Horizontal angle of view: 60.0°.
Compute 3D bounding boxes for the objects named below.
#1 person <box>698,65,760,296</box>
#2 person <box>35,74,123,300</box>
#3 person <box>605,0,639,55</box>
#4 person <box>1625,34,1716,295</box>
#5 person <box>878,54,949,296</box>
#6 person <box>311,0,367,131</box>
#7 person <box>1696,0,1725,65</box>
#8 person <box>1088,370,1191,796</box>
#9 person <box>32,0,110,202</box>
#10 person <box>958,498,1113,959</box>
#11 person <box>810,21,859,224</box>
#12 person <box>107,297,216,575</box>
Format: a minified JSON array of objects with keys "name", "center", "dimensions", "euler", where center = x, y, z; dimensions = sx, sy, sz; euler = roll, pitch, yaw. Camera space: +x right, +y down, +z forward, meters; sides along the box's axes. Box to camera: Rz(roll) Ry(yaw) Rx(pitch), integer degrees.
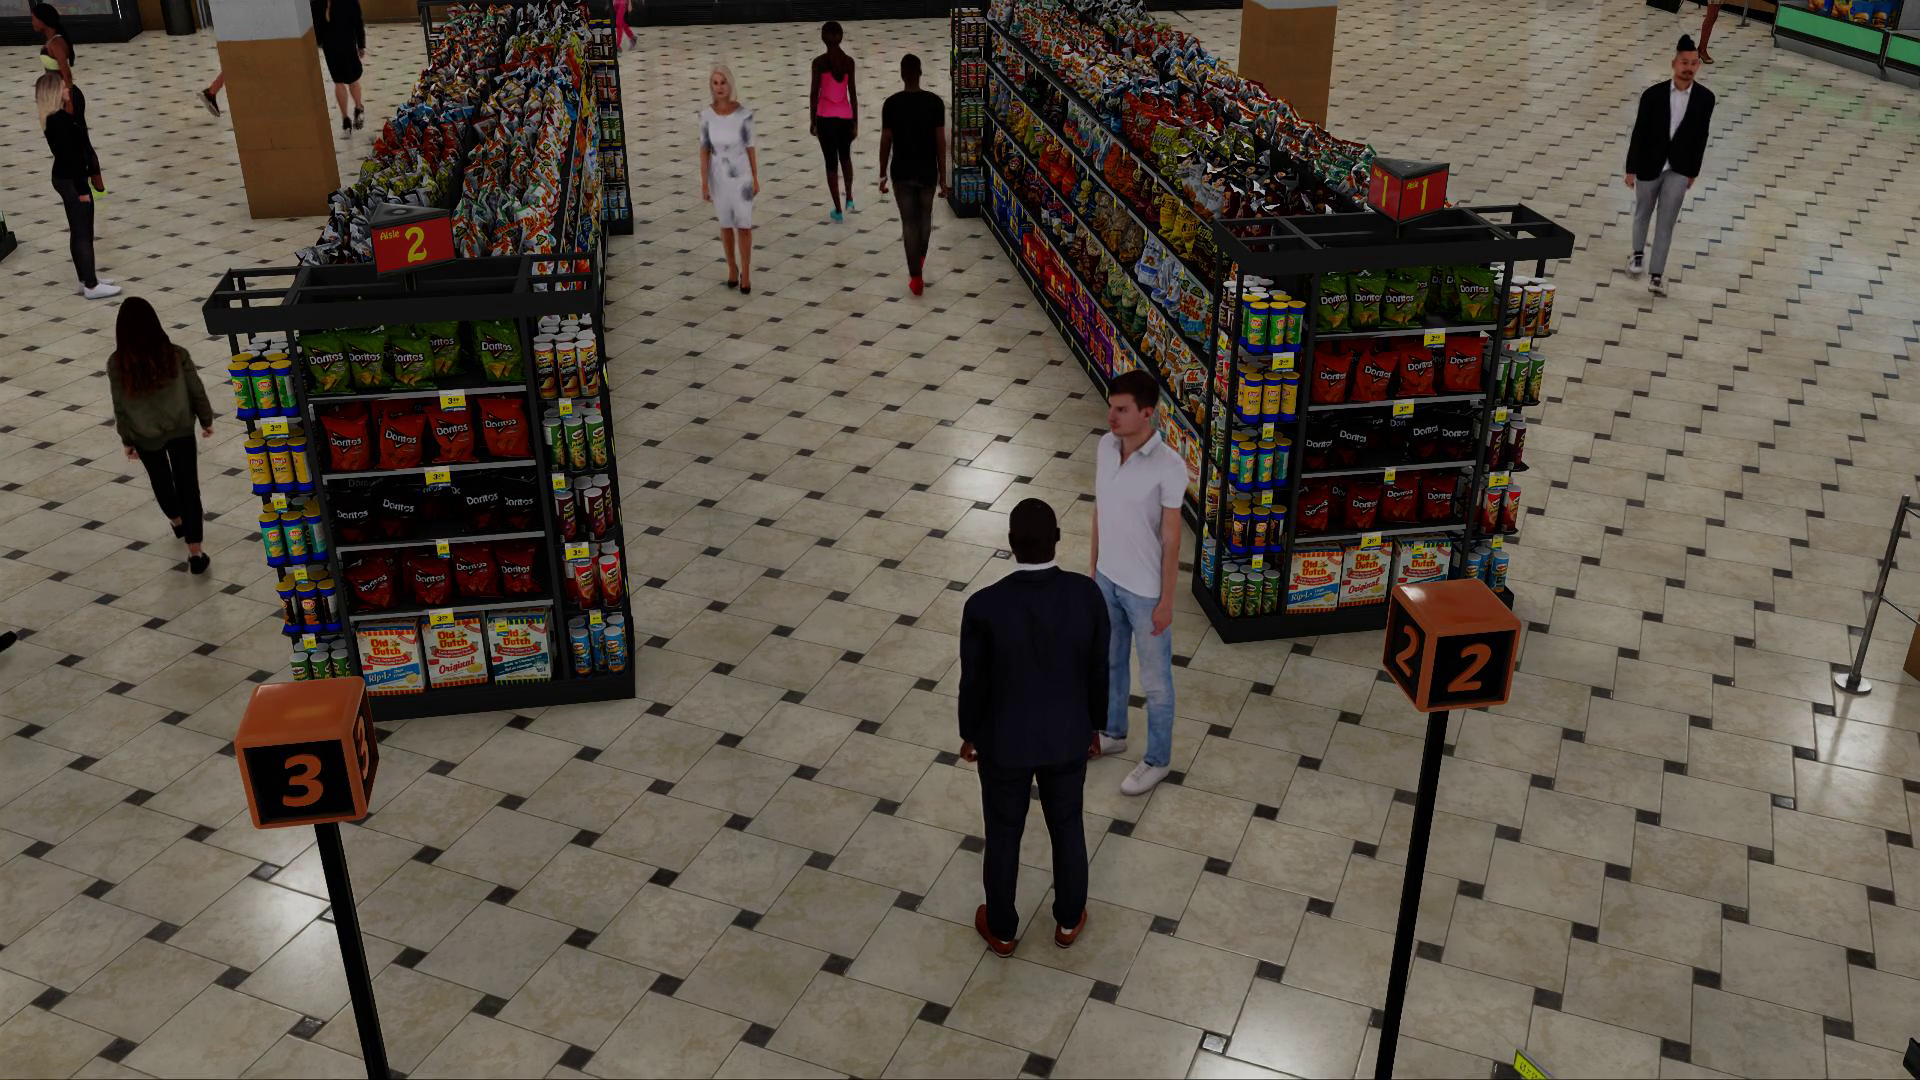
[{"name":"person","center":[-1.767,-2.788,12.829],"dimensions":[0.624,1.730,0.745],"euler":[-1,27,-2]},{"name":"person","center":[-6.778,-2.689,12.684],"dimensions":[0.748,1.685,0.629],"euler":[-19,33,-33]},{"name":"person","center":[-4.407,-6.996,21.652],"dimensions":[0.776,1.254,0.951],"euler":[11,29,20]},{"name":"person","center":[5.429,-2.914,12.886],"dimensions":[1.115,1.904,1.329],"euler":[9,28,18]},{"name":"person","center":[-0.336,-2.755,12.716],"dimensions":[0.682,1.773,1.094],"euler":[-4,27,-7]},{"name":"person","center":[-6.558,-5.142,17.590],"dimensions":[0.696,1.623,1.046],"euler":[-5,27,-10]},{"name":"person","center":[9.545,-6.949,20.963],"dimensions":[0.738,1.795,0.648],"euler":[10,29,20]},{"name":"person","center":[0.730,0.167,6.870],"dimensions":[0.777,1.851,0.638],"euler":[-20,33,-33]},{"name":"person","center":[-8.112,-3.993,15.179],"dimensions":[0.686,1.753,0.544],"euler":[-14,30,-26]},{"name":"person","center":[0.264,0.688,5.869],"dimensions":[0.701,1.826,0.613],"euler":[-3,27,-5]},{"name":"person","center":[-1.072,-3.603,14.464],"dimensions":[0.585,1.705,0.643],"euler":[-8,28,-16]},{"name":"person","center":[-4.133,-0.510,8.660],"dimensions":[0.748,1.438,1.052],"euler":[-10,29,-19]}]
